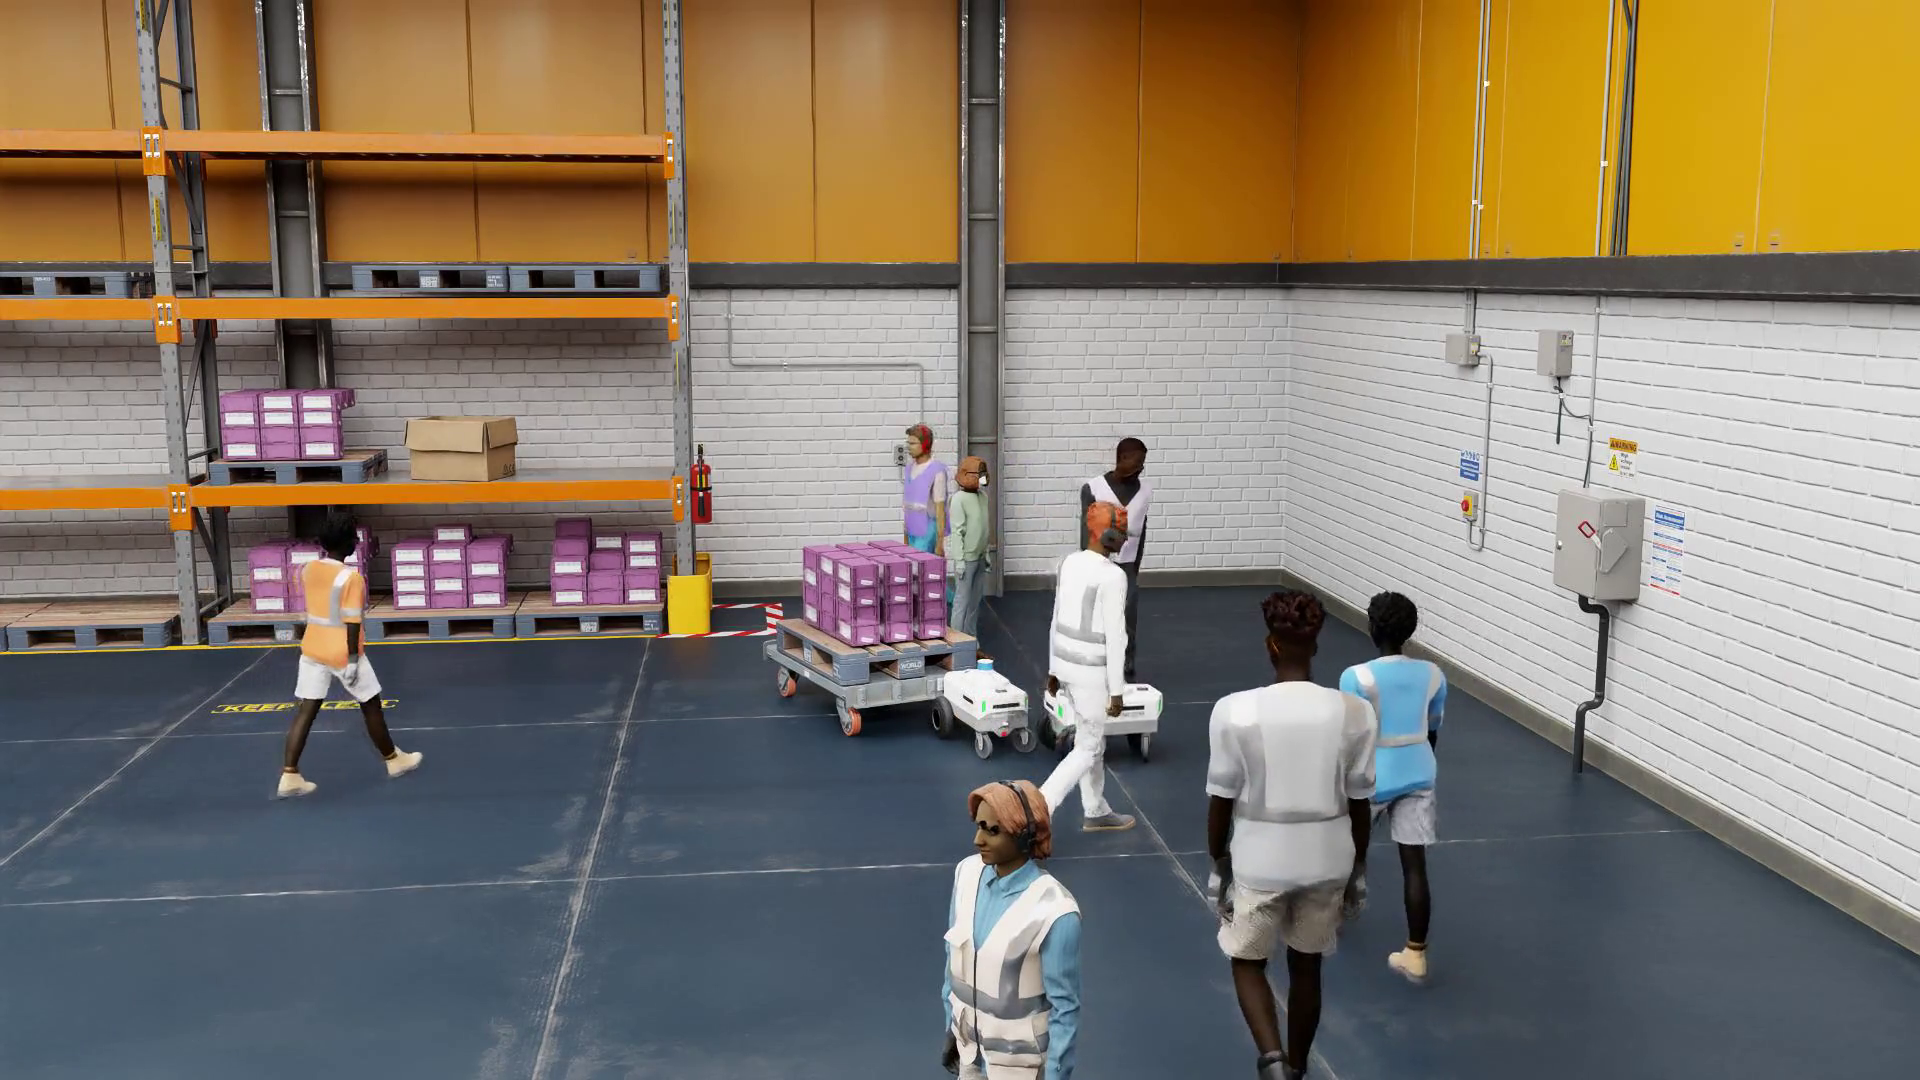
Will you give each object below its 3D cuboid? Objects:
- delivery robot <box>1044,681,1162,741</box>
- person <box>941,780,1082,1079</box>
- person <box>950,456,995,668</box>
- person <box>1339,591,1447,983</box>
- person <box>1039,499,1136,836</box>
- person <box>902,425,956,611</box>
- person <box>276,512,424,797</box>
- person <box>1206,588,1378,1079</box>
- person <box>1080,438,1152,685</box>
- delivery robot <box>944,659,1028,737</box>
[{"bbox_3d":[0.898,1.048,10.412,0.707,0.478,0.477,-2,9,-14],"label":"delivery robot"},{"bbox_3d":[0.138,1.468,4.705,0.307,1.641,0.513,-8,12,-40],"label":"person"},{"bbox_3d":[0.094,0.162,12.876,0.285,1.633,0.497,5,10,27],"label":"person"},{"bbox_3d":[1.859,1.037,7.342,0.545,1.643,0.873,-3,9,-15],"label":"person"},{"bbox_3d":[0.617,0.711,8.779,0.723,1.862,0.614,-5,10,-28],"label":"person"},{"bbox_3d":[-0.250,-0.041,13.581,0.817,1.818,0.574,-5,10,-27],"label":"person"},{"bbox_3d":[-3.648,0.656,9.753,0.545,1.646,0.889,5,11,31],"label":"person"},{"bbox_3d":[1.164,1.142,5.795,0.603,1.948,0.648,0,9,-3],"label":"person"},{"bbox_3d":[1.096,0.175,12.128,0.618,1.863,0.976,-3,10,-18],"label":"person"},{"bbox_3d":[0.162,1.008,10.659,0.477,0.478,0.707,-3,10,-21],"label":"delivery robot"}]
